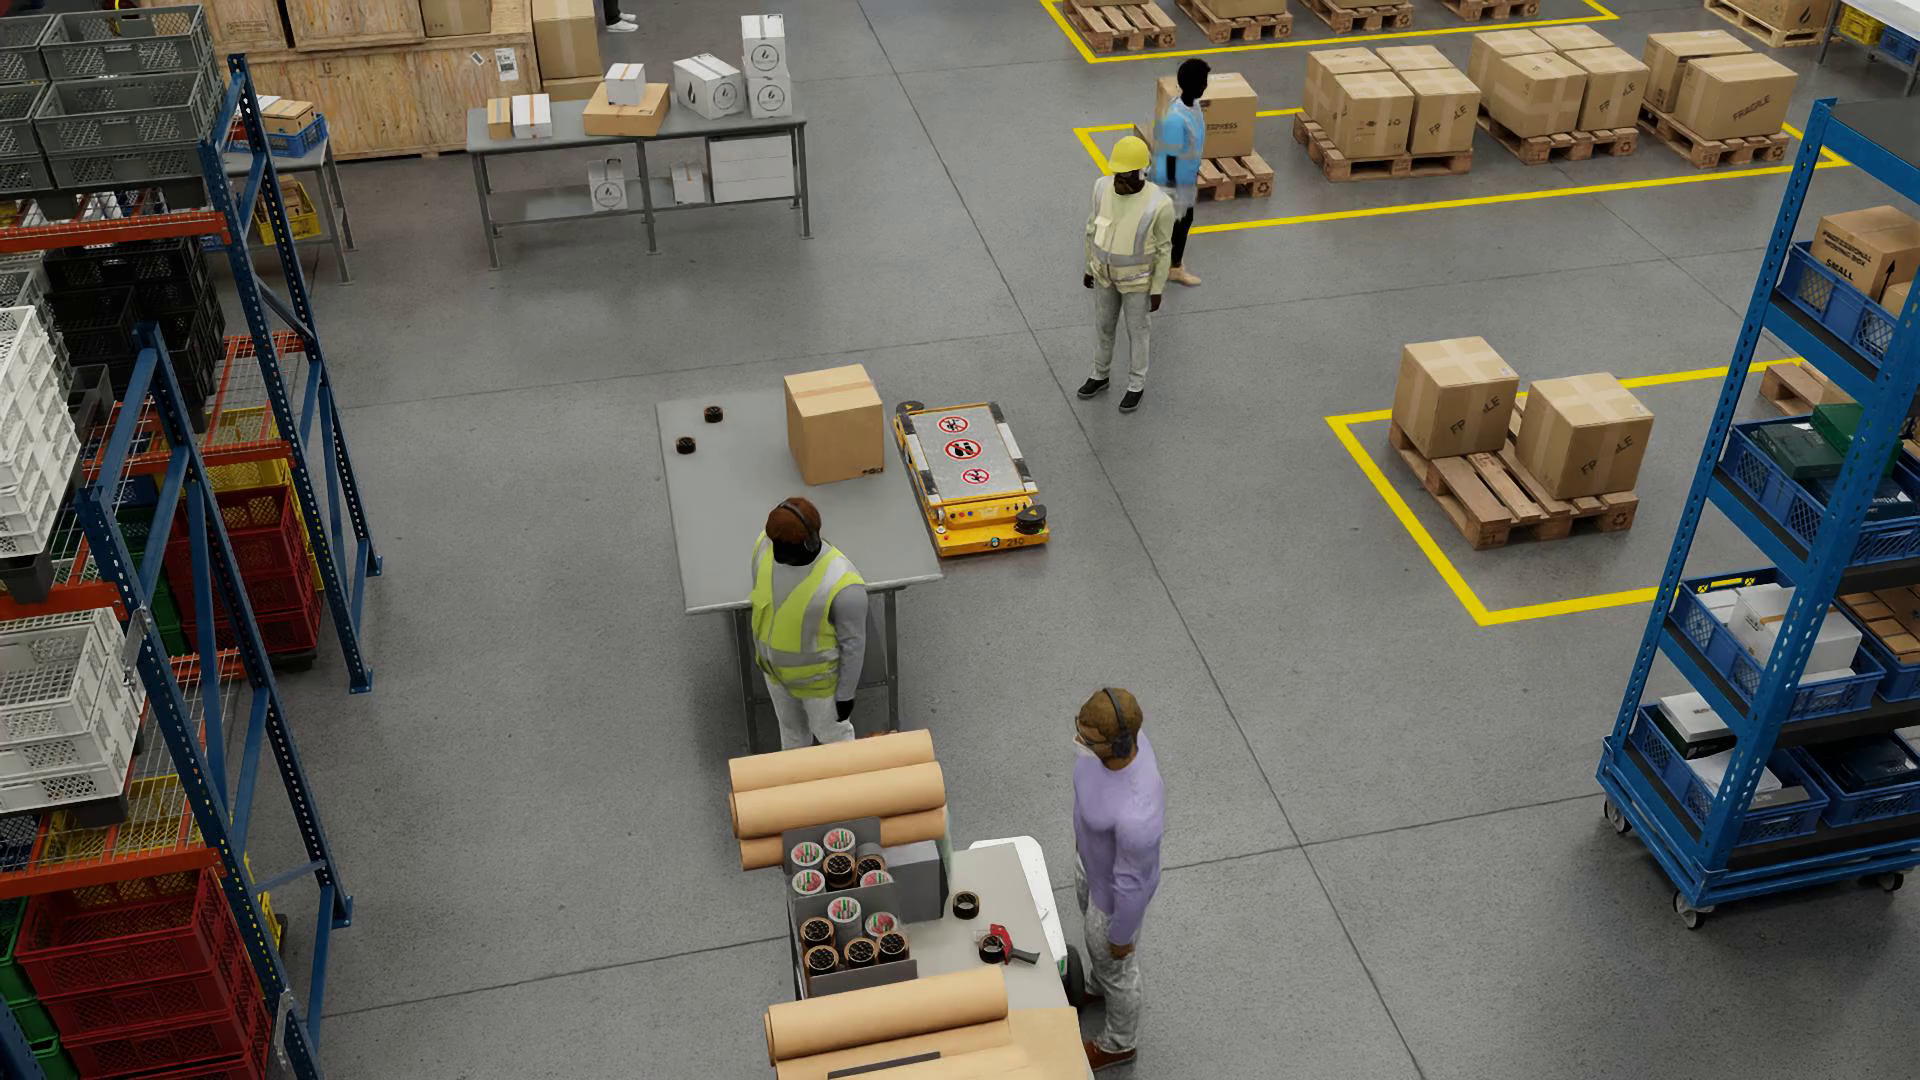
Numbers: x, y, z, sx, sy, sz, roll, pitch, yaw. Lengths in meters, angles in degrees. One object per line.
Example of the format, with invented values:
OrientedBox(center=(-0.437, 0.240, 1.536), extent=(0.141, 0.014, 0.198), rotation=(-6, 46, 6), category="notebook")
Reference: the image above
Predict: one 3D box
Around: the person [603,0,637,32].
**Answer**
OrientedBox(center=(-3.417, -5.912, 16.117), extent=(0.390, 1.911, 0.592), rotation=(-9, 38, -12), category="person")

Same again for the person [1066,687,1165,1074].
OrientedBox(center=(0.581, 1.303, 6.404), extent=(0.366, 1.932, 0.631), rotation=(-4, 37, -6), category="person")

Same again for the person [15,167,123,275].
OrientedBox(center=(-5.645, -1.865, 10.696), extent=(0.585, 1.882, 0.343), rotation=(-28, 45, -33), category="person")

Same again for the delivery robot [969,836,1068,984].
OrientedBox(center=(0.232, 1.591, 7.081), extent=(0.477, 0.478, 0.707), rotation=(-5, 37, -7), category="delivery robot")

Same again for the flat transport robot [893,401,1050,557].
OrientedBox(center=(0.046, -0.430, 10.108), extent=(0.652, 0.197, 1.431), rotation=(-8, 37, -10), category="flat transport robot")

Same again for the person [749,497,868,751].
OrientedBox(center=(-0.699, 0.575, 7.455), extent=(0.624, 1.840, 0.429), rotation=(25, 44, 30), category="person")

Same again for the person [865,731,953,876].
OrientedBox(center=(-0.280, 1.430, 6.484), extent=(0.550, 1.621, 0.523), rotation=(-11, 38, -14), category="person")

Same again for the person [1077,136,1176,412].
OrientedBox(center=(1.026, -1.675, 10.482), extent=(0.597, 1.832, 0.404), rotation=(23, 42, 27), category="person")
